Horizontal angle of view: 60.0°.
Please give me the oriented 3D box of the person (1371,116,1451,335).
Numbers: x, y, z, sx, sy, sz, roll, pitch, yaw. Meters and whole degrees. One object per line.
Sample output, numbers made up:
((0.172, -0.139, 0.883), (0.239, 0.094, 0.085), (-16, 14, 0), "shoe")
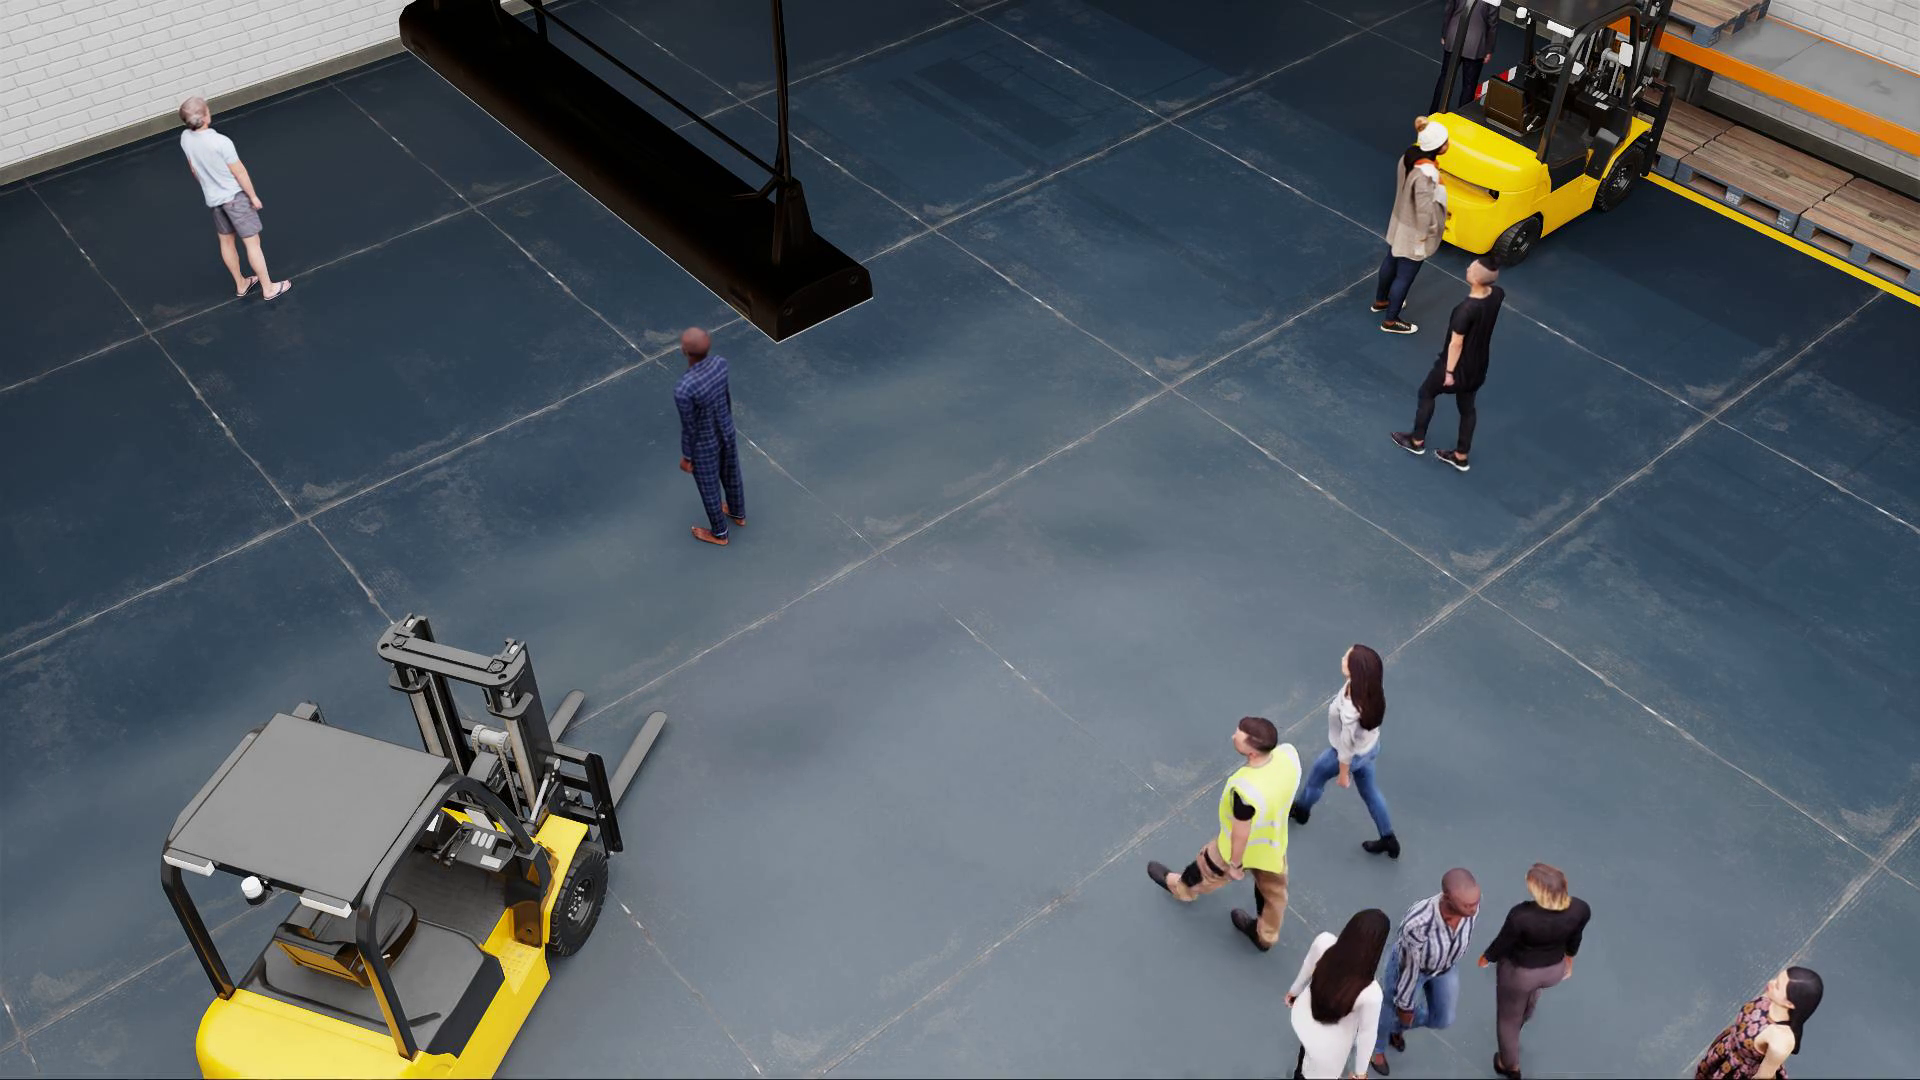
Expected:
((3.617, -2.549, 13.360), (0.881, 1.891, 0.795), (-3, 44, -4), "person")

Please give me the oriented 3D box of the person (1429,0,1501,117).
((4.776, -4.692, 15.643), (0.583, 1.843, 0.803), (32, 52, 29), "person")

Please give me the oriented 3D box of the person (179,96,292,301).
((-6.029, -2.798, 13.663), (0.694, 1.832, 0.796), (11, 45, 11), "person")

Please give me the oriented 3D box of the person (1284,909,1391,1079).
((1.717, 2.447, 8.207), (0.853, 1.763, 0.795), (-15, 46, -15), "person")

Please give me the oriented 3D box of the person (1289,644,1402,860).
((2.331, 1.257, 9.581), (1.080, 1.592, 0.757), (26, 50, 25), "person")

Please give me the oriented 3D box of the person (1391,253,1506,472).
((3.719, -1.263, 12.047), (0.672, 1.840, 0.829), (-29, 50, -27), "person")

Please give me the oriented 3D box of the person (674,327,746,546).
((-1.724, -0.727, 11.499), (0.706, 1.818, 0.729), (25, 49, 24), "person")

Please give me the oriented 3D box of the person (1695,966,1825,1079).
((3.784, 2.580, 8.060), (0.835, 1.775, 0.795), (13, 45, 13), "person")

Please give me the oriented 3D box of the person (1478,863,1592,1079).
((2.919, 2.285, 8.466), (0.758, 1.640, 0.815), (-7, 44, -8), "person")

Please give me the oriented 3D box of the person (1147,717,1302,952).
((1.647, 1.660, 9.007), (0.738, 1.800, 1.063), (-32, 52, -29), "person")

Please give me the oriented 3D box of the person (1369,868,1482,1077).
((2.287, 2.141, 8.519), (0.701, 1.777, 0.726), (-16, 46, -16), "person")
